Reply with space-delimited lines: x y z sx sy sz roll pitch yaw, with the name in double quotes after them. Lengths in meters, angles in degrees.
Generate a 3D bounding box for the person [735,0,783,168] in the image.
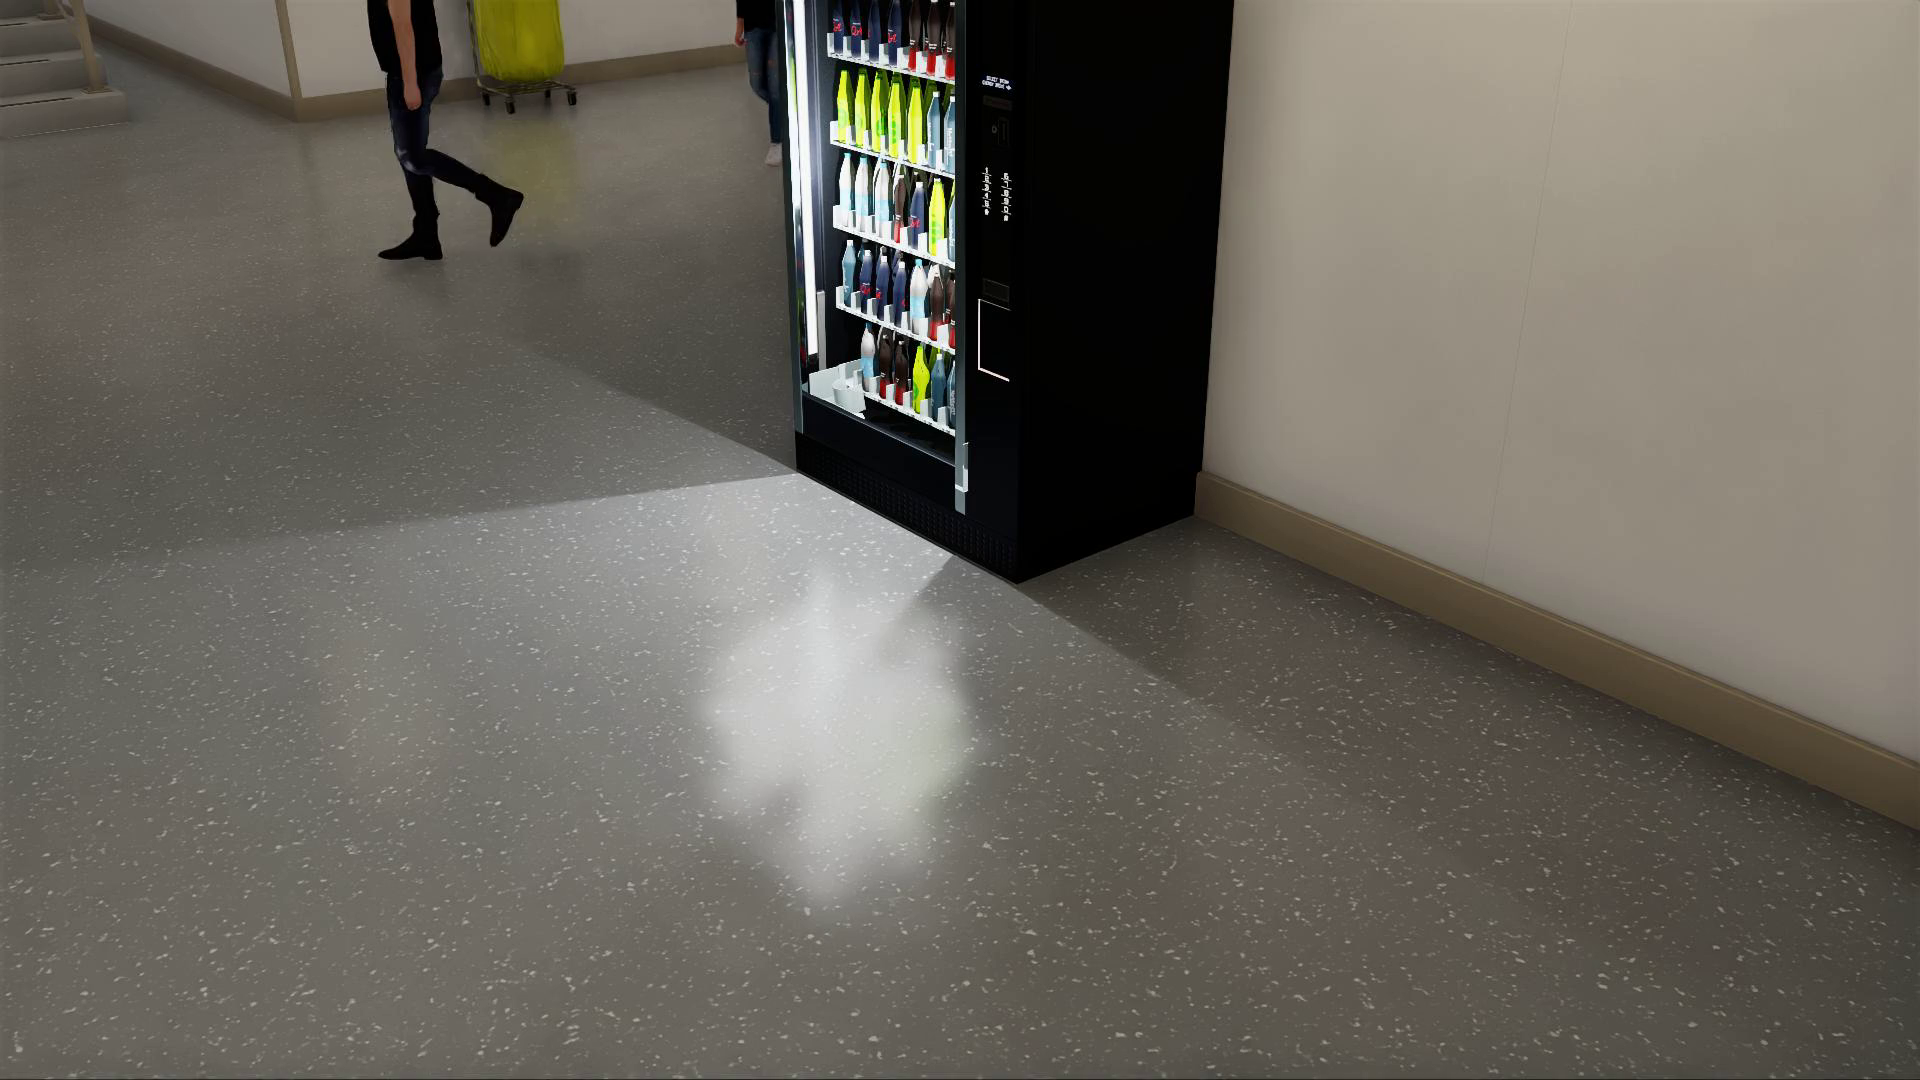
-1.162 -3.172 10.266 0.964 1.626 0.961 5 26 11 "person"

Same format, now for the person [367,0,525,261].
-2.586 -2.282 8.128 0.971 1.881 1.030 -7 27 -15 "person"
